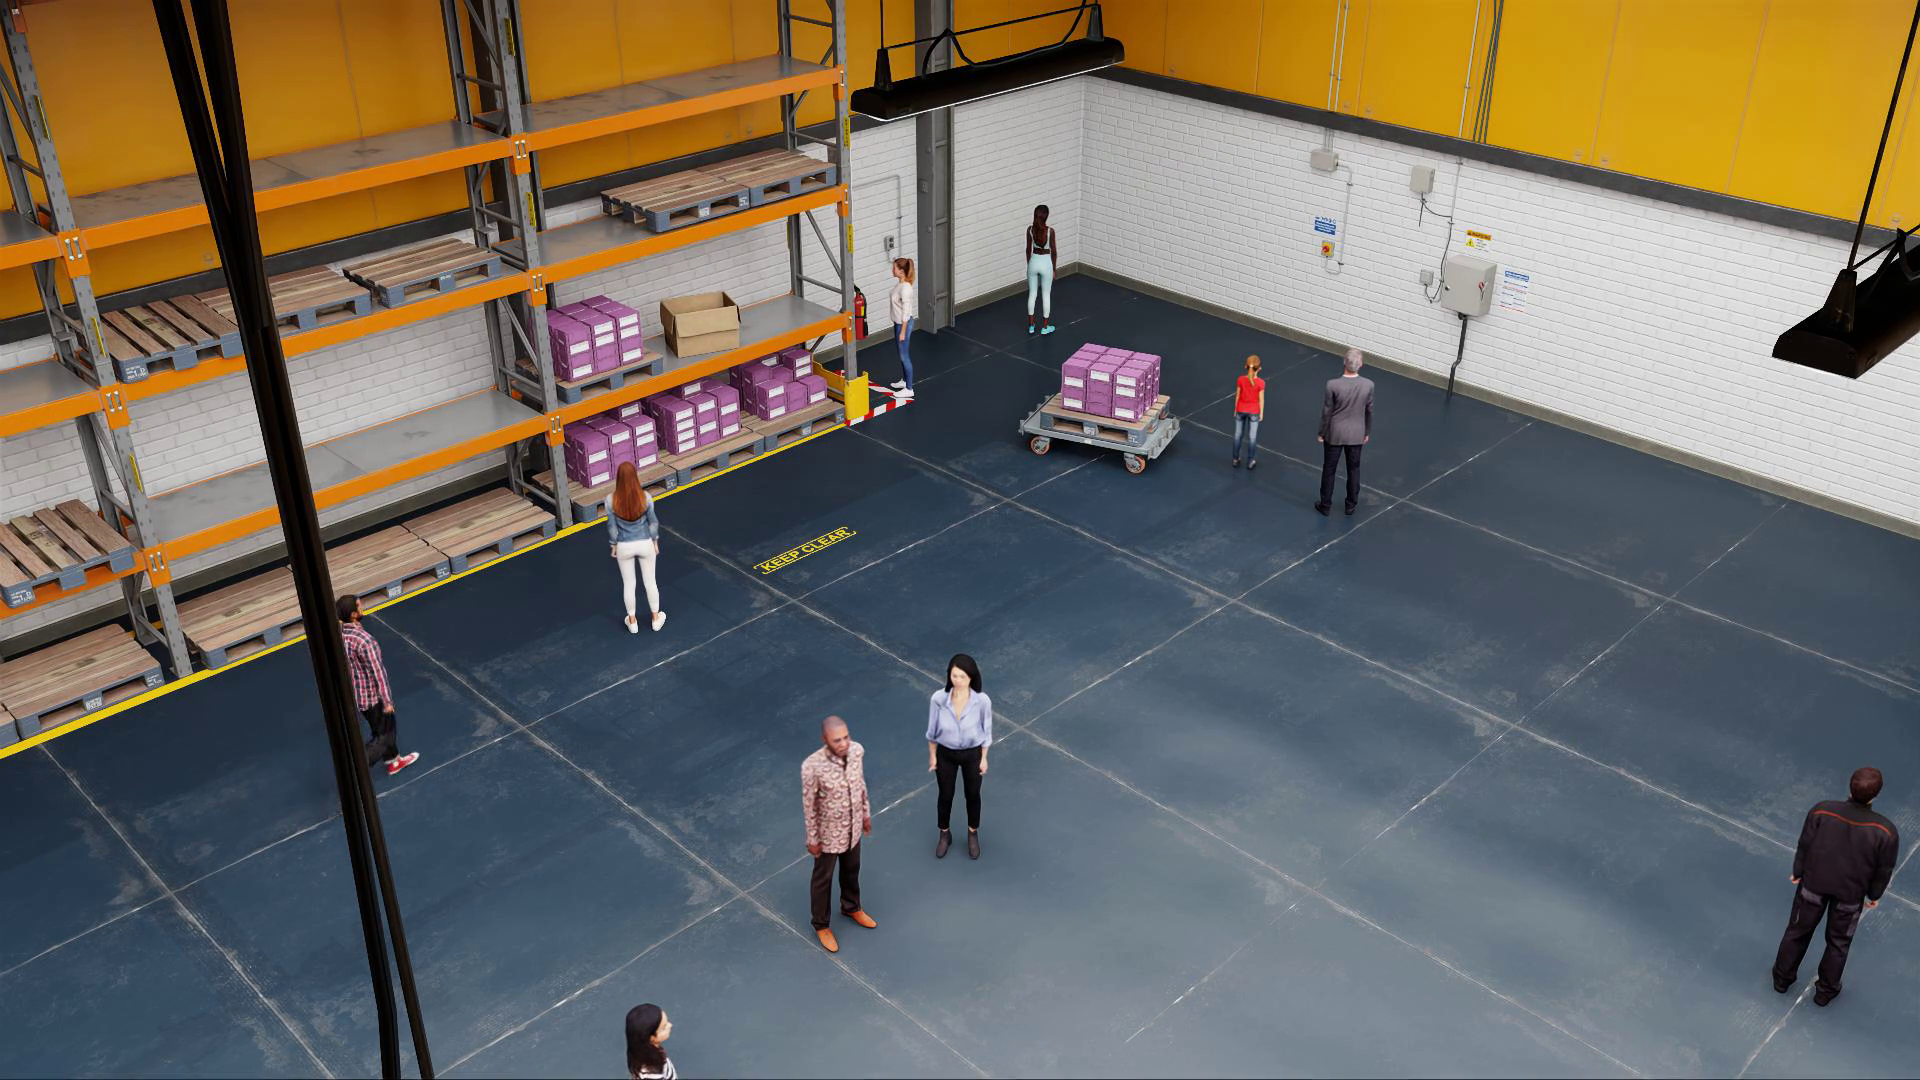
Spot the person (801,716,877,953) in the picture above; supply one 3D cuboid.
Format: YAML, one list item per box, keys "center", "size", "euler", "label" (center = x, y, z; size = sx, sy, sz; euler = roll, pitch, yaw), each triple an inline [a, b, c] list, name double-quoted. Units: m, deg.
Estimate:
- center: [-0.861, 1.987, 11.564]
  size: [0.526, 1.808, 0.739]
  euler: [-23, 36, -36]
  label: "person"

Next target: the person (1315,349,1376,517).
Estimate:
- center: [3.984, -1.120, 17.223]
  size: [0.791, 1.842, 0.859]
  euler: [-1, 29, -2]
  label: "person"

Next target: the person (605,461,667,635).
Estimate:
- center: [-2.966, 0.071, 15.187]
  size: [0.647, 1.702, 0.750]
  euler: [-5, 29, -9]
  label: "person"

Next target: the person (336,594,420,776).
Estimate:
- center: [-4.692, 1.226, 13.031]
  size: [0.801, 1.739, 1.059]
  euler: [18, 34, 30]
  label: "person"

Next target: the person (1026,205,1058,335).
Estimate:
- center: [1.053, -3.557, 21.814]
  size: [0.651, 1.725, 0.665]
  euler: [9, 30, 16]
  label: "person"

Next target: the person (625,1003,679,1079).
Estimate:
- center: [-1.678, 3.276, 9.214]
  size: [0.603, 1.796, 0.646]
  euler: [-13, 31, -22]
  label: "person"

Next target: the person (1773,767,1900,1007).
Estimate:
- center: [5.777, 2.278, 10.999]
  size: [0.769, 1.838, 0.646]
  euler: [17, 33, 28]
  label: "person"

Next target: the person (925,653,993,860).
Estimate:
- center: [0.003, 1.603, 12.335]
  size: [0.726, 1.744, 0.770]
  euler: [2, 29, 4]
  label: "person"

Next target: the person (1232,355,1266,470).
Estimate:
- center: [3.165, -1.410, 18.315]
  size: [0.538, 1.307, 0.577]
  euler: [9, 30, 16]
  label: "person"

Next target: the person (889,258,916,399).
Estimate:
- center: [-0.684, -2.570, 20.010]
  size: [0.721, 1.720, 0.691]
  euler: [-4, 29, -7]
  label: "person"
